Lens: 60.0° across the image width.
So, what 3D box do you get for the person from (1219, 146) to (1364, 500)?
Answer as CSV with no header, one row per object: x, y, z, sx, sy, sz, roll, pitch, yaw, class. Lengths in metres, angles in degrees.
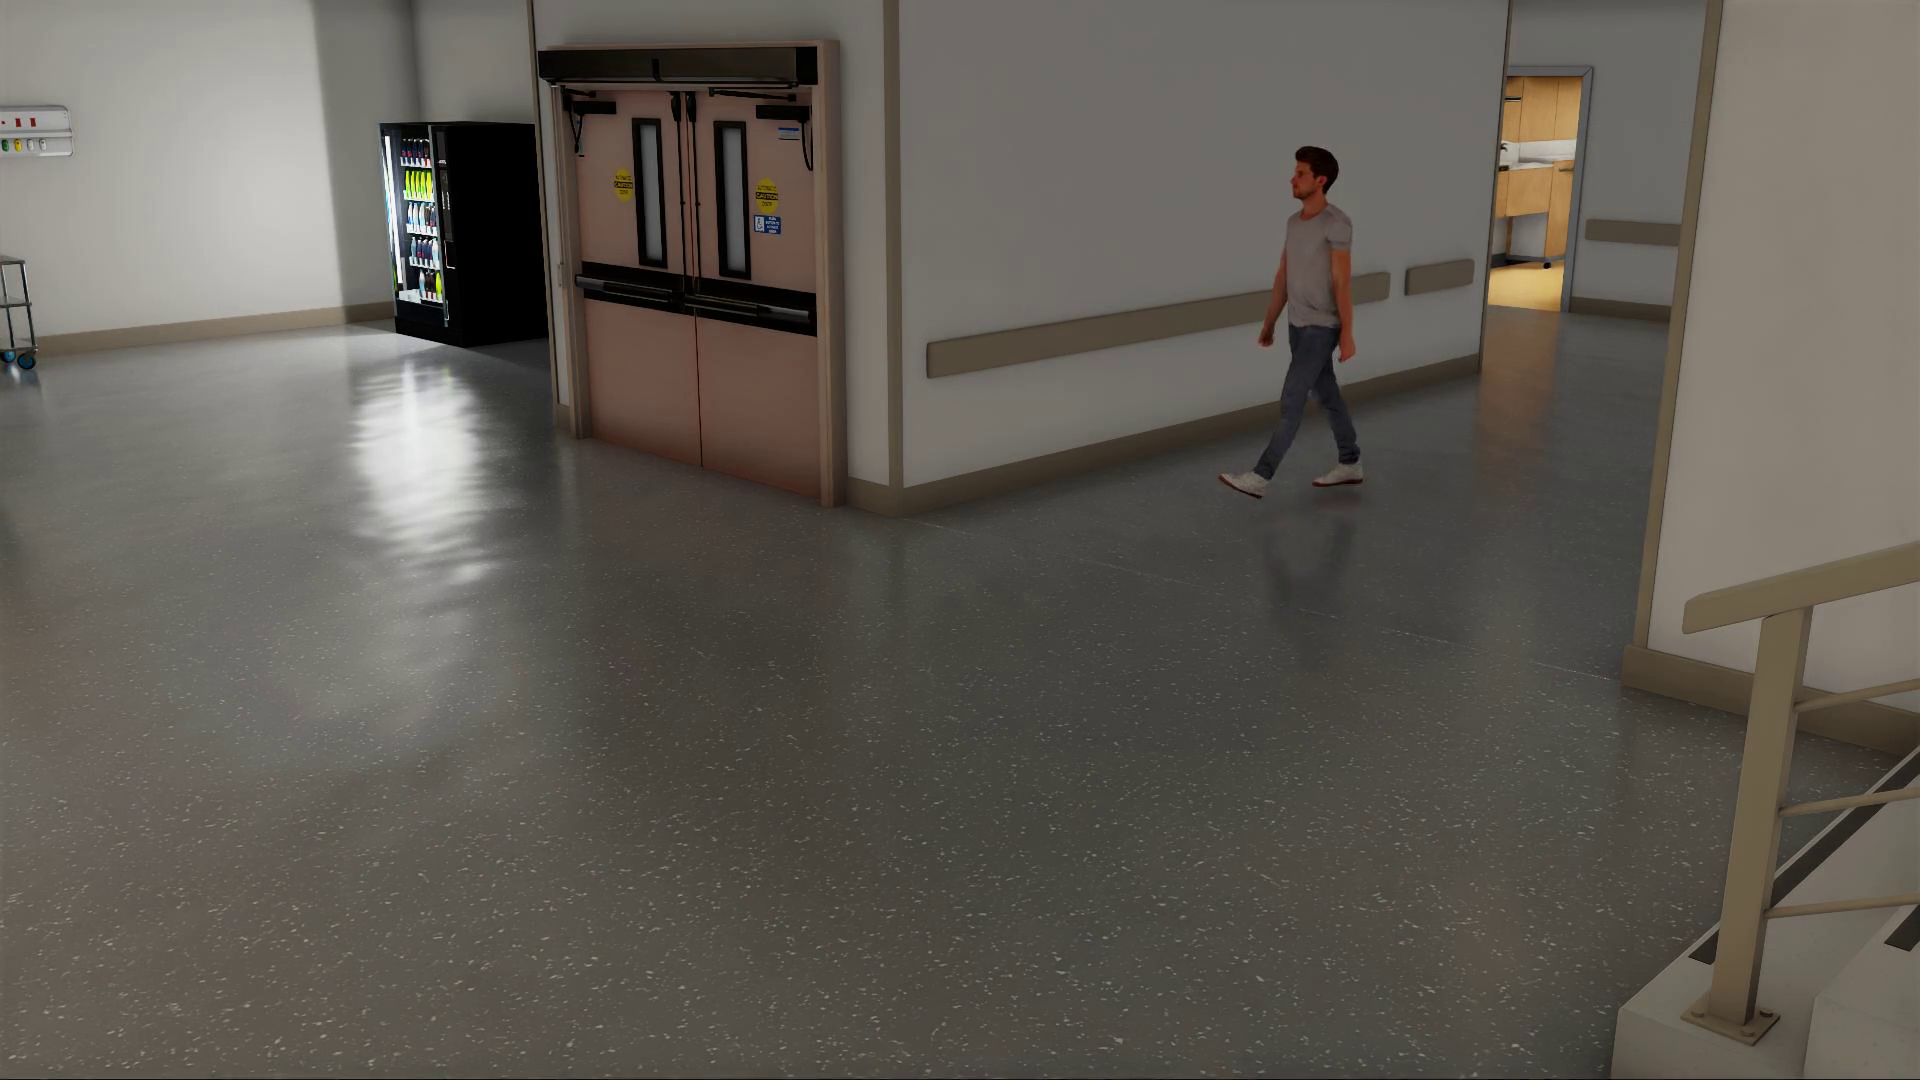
1.974,-1.122,8.914,1.098,1.845,1.231,-5,17,-19,person
